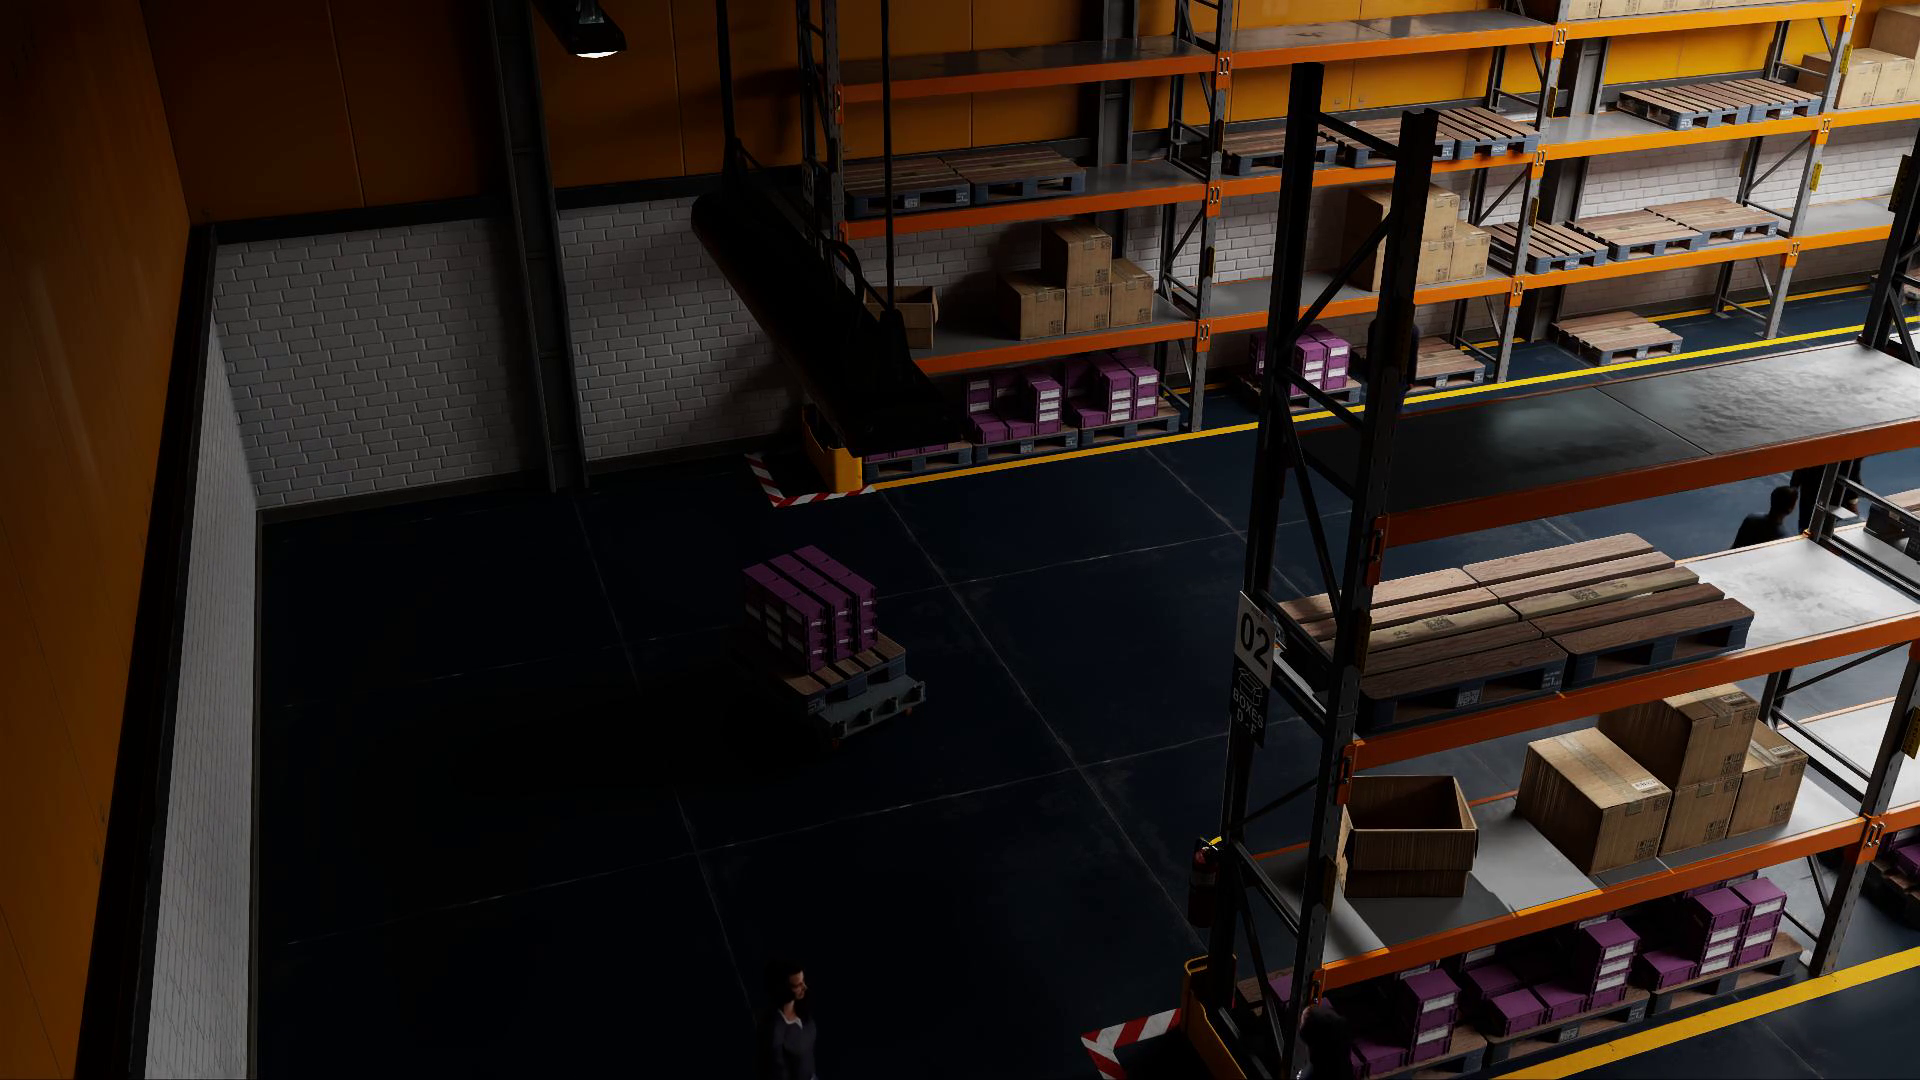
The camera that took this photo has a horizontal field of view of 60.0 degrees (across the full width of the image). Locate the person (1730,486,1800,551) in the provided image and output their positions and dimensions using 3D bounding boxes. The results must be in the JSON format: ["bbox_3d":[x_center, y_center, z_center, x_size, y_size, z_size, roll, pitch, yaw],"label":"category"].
[{"bbox_3d":[6.364,0.401,13.567,1.109,1.765,0.687,-10,30,-17],"label":"person"}]

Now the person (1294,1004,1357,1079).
[{"bbox_3d":[1.913,3.143,8.614,1.145,1.694,1.150,15,32,25],"label":"person"}]

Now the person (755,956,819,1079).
[{"bbox_3d":[-1.013,2.952,8.930,1.185,1.727,1.085,10,30,18],"label":"person"}]
